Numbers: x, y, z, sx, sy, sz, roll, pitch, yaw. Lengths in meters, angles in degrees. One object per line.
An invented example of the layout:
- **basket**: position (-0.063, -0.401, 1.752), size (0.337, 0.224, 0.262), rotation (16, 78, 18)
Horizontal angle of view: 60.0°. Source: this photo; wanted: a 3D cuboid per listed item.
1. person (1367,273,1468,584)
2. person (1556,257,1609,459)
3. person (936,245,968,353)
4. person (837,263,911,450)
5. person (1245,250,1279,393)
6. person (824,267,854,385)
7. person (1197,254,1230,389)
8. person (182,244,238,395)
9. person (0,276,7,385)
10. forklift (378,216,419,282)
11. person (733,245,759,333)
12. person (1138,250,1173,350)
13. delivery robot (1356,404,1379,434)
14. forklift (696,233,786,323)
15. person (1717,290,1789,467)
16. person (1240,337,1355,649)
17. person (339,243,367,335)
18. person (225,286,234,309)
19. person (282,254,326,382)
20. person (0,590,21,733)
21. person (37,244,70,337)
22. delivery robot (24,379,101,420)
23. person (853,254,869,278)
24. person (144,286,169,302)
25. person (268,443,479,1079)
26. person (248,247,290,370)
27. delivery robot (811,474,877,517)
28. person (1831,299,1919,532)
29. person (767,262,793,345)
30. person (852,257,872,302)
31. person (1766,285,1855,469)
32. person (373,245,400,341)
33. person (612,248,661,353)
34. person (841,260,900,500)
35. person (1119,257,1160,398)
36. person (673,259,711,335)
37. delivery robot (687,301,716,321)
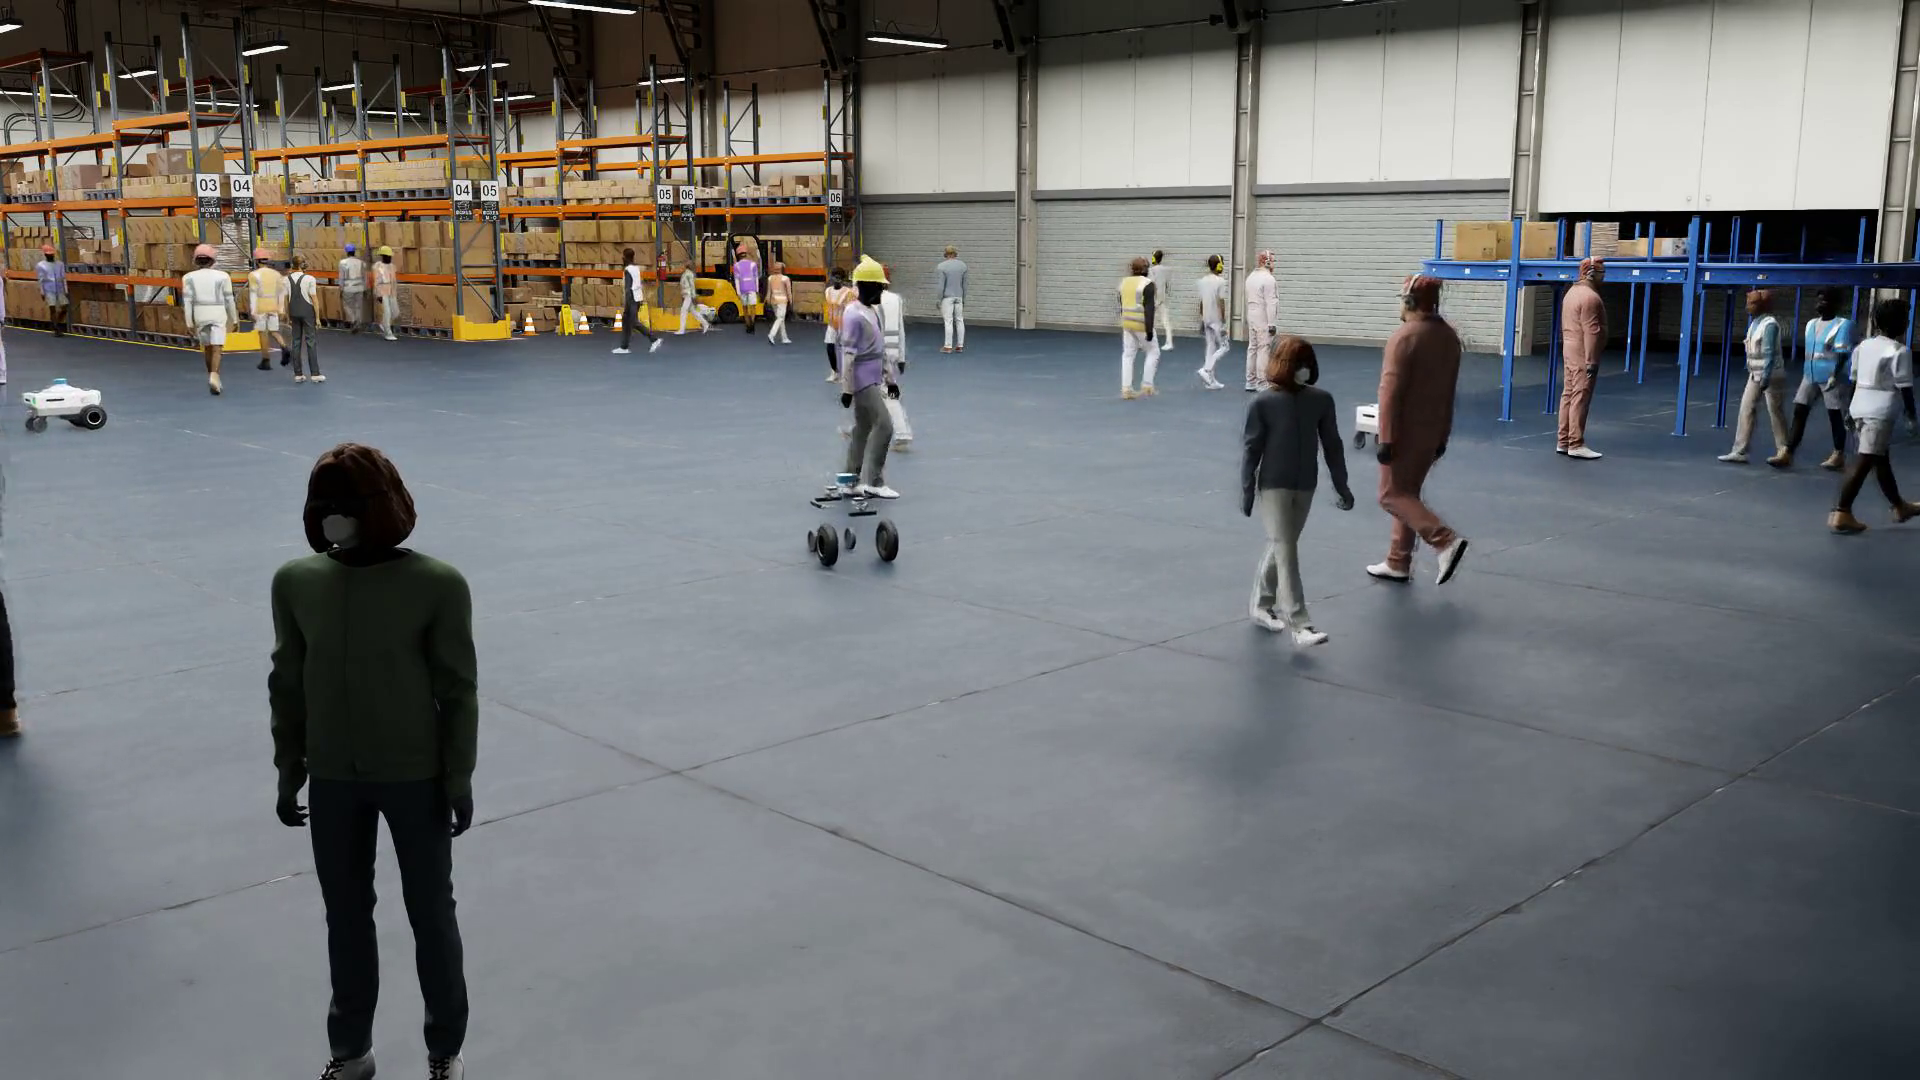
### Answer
- **person**: position (2.768, -0.650, 9.991), size (0.654, 1.882, 0.687), rotation (-9, 14, -41)
- **person**: position (5.981, -1.745, 15.910), size (0.403, 1.906, 0.651), rotation (0, 10, 2)
- **person**: position (-0.154, -4.346, 30.014), size (0.627, 1.936, 0.375), rotation (-6, 12, -32)
- **person**: position (-0.856, -1.828, 16.562), size (0.968, 1.826, 0.602), rotation (7, 12, 33)
- **person**: position (4.105, -2.945, 22.456), size (0.402, 1.906, 0.651), rotation (-3, 11, -18)
- **person**: position (-1.682, -3.028, 23.531), size (0.549, 1.662, 0.472), rotation (6, 12, 32)
- **person**: position (3.495, -3.007, 22.922), size (0.438, 1.856, 0.550), rotation (-7, 12, -33)
- **person**: position (-10.088, -2.970, 22.342), size (0.609, 2.004, 1.010), rotation (-2, 11, -10)
- **person**: position (-13.795, -3.125, 23.435), size (0.403, 1.906, 0.651), rotation (5, 12, 26)
- **forklift**: position (-17.868, -9.201, 54.028), size (1.873, 2.768, 1.129), rotation (-10, 14, -44)
- **person**: position (-4.598, -5.398, 35.851), size (0.576, 1.901, 0.804), rotation (-2, 11, -11)
- **person**: position (3.644, -4.466, 30.965), size (0.543, 1.827, 0.978), rotation (-8, 13, -35)
- **delivery robot**: position (4.248, -1.192, 16.429), size (0.477, 0.478, 0.707), rotation (-5, 12, -26)
- **forklift**: position (-5.496, -6.489, 41.108), size (2.313, 2.155, 1.214), rotation (-10, 14, -44)
- **person**: position (7.419, -1.488, 15.347), size (0.577, 1.605, 0.531), rotation (0, 10, 2)
- **person**: position (1.732, -0.252, 8.638), size (0.515, 1.587, 0.875), rotation (-4, 11, -22)
- **person**: position (-12.968, -5.356, 35.520), size (0.646, 1.932, 0.445), rotation (-10, 15, -44)
- **person**: position (-16.655, -5.616, 37.305), size (0.633, 1.798, 0.919), rotation (-7, 12, -32)
- **person**: position (-9.505, -3.206, 24.062), size (0.505, 1.840, 0.346), rotation (1, 10, 4)
- **person**: position (-4.438, -0.144, 6.930), size (0.897, 2.000, 0.711), rotation (0, 10, -1)
- **person**: position (-18.894, -5.199, 34.679), size (0.387, 1.926, 0.579), rotation (9, 14, 40)
- **delivery robot**: position (-9.845, -1.524, 18.240), size (0.707, 0.478, 0.477), rotation (-10, 15, -43)
- **person**: position (-2.066, -5.167, 35.094), size (0.485, 1.715, 0.752), rotation (-5, 11, -25)
- **person**: position (-21.847, -7.078, 45.353), size (0.689, 1.771, 1.000), rotation (8, 13, 37)
- **person**: position (-1.400, 0.578, 3.989), size (0.503, 1.633, 0.280), rotation (1, 10, 3)
- **person**: position (-10.923, -3.648, 26.246), size (0.611, 1.919, 0.548), rotation (7, 13, 35)
- **delivery robot**: position (-0.760, -0.322, 10.989), size (0.335, 0.223, 0.698), rotation (-5, 11, -23)
- **person**: position (6.673, -0.888, 11.917), size (0.856, 1.652, 0.549), rotation (-1, 10, -3)
- **person**: position (-3.523, -4.592, 32.254), size (0.527, 1.606, 0.806), rotation (6, 12, 32)
- **person**: position (-1.488, -3.653, 26.717), size (0.522, 1.761, 0.327), rotation (-5, 11, -23)
- **person**: position (7.742, -1.457, 14.996), size (0.746, 1.661, 0.551), rotation (-4, 11, -20)
- **person**: position (-11.611, -4.999, 33.653), size (0.485, 1.903, 0.590), rotation (5, 12, 26)
- **person**: position (-5.856, -4.314, 29.980), size (0.863, 1.891, 0.597), rotation (0, 10, 2)
- **person**: position (-0.673, -1.279, 13.359), size (0.652, 1.905, 0.601), rotation (1, 10, 8)
- **person**: position (2.370, -2.766, 21.694), size (0.649, 1.820, 0.651), rotation (-8, 13, -36)
- **person**: position (-5.739, -5.194, 35.550), size (0.797, 1.606, 0.518), rotation (-5, 11, -24)
- **delivery robot**: position (-6.174, -5.436, 39.585), size (0.707, 0.478, 0.477), rotation (6, 12, 29)
